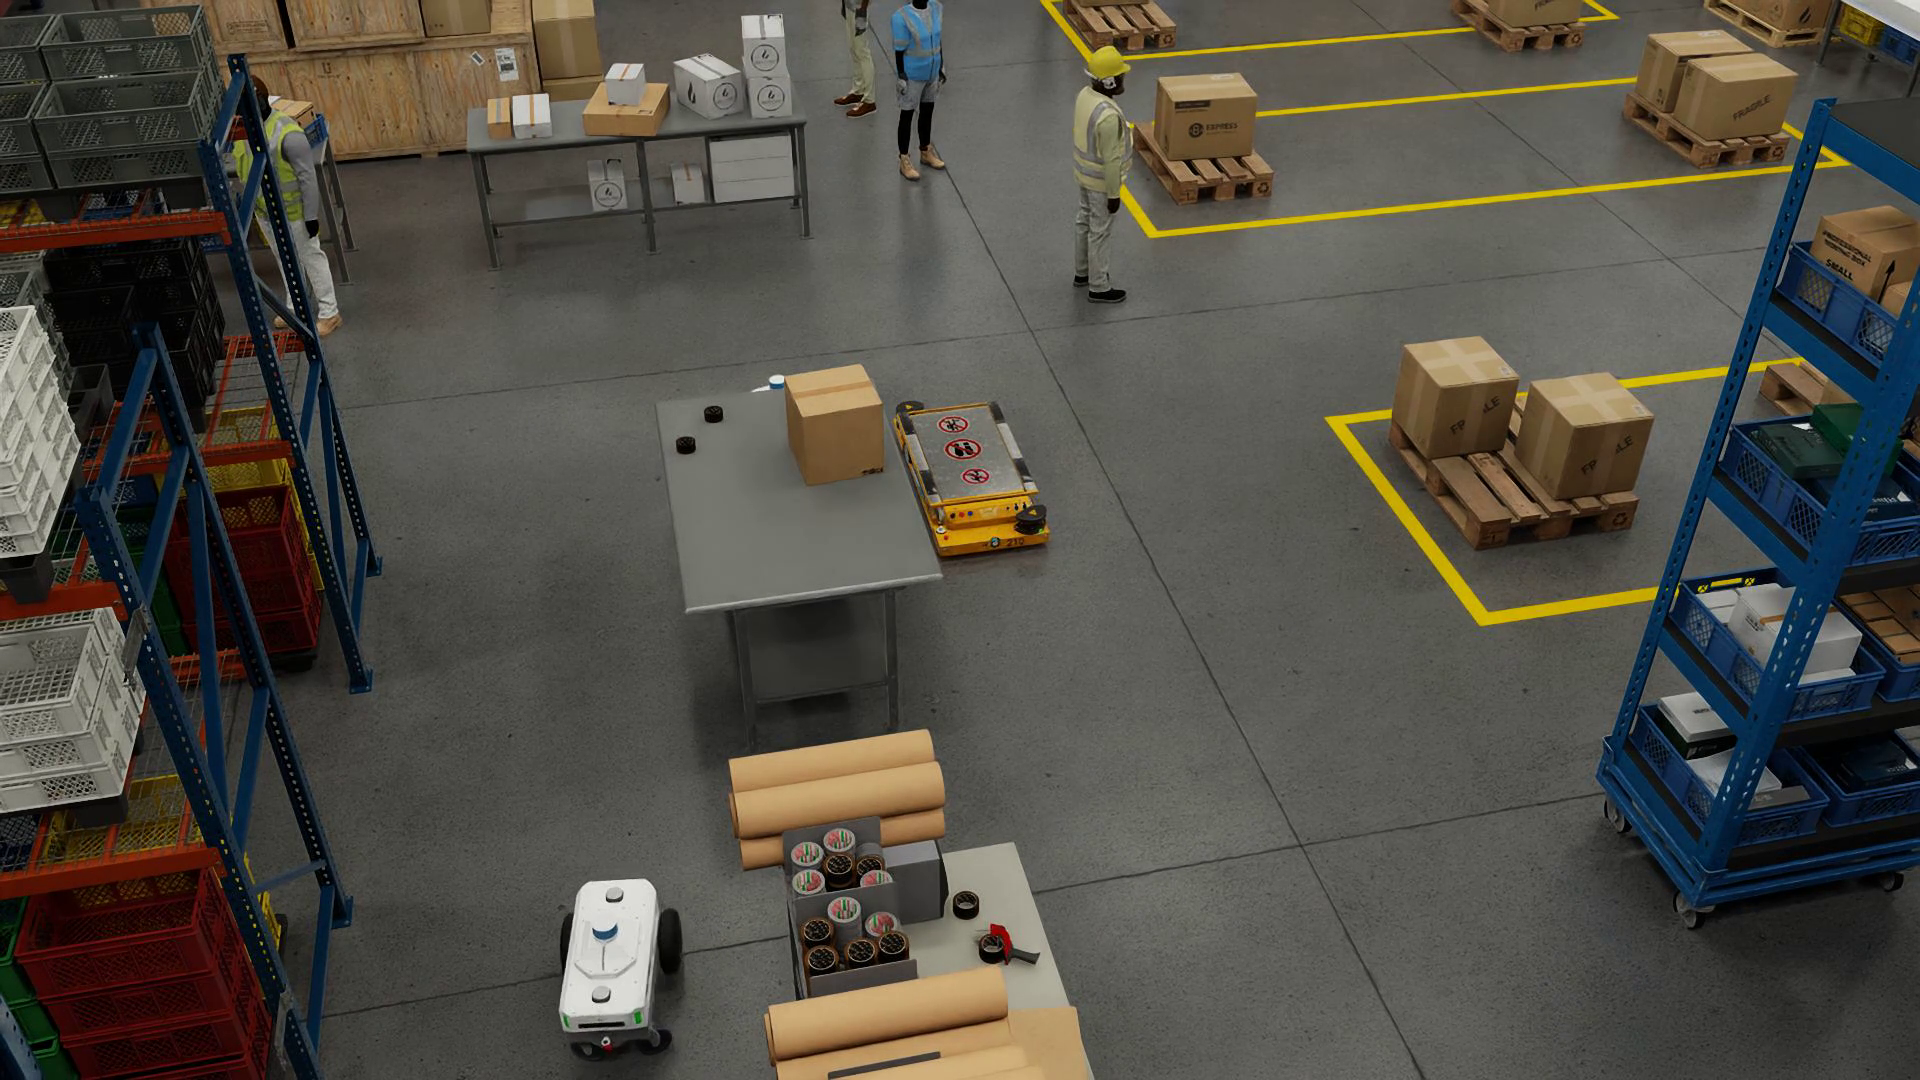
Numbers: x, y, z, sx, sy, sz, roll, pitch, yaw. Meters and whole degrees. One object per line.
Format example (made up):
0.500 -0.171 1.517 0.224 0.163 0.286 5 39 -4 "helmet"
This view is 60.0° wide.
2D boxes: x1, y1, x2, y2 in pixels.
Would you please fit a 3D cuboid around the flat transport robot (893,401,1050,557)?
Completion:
0.046 -0.430 10.108 0.652 0.197 1.431 -8 37 -10 "flat transport robot"

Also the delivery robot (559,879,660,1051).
-1.443 1.740 6.880 0.477 0.478 0.707 -2 37 -3 "delivery robot"

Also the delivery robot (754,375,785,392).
-1.110 -0.787 10.276 0.707 0.478 0.477 -15 39 -19 "delivery robot"

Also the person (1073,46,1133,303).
0.998 -2.557 11.665 0.403 1.837 0.590 -11 38 -14 "person"

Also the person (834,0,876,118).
-0.922 -4.605 14.396 0.328 1.865 0.521 -13 39 -17 "person"

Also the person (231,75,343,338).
-4.591 -2.245 11.241 0.634 1.841 0.429 19 40 23 "person"

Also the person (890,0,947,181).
-0.321 -3.768 13.408 0.319 1.697 0.533 31 46 34 "person"
